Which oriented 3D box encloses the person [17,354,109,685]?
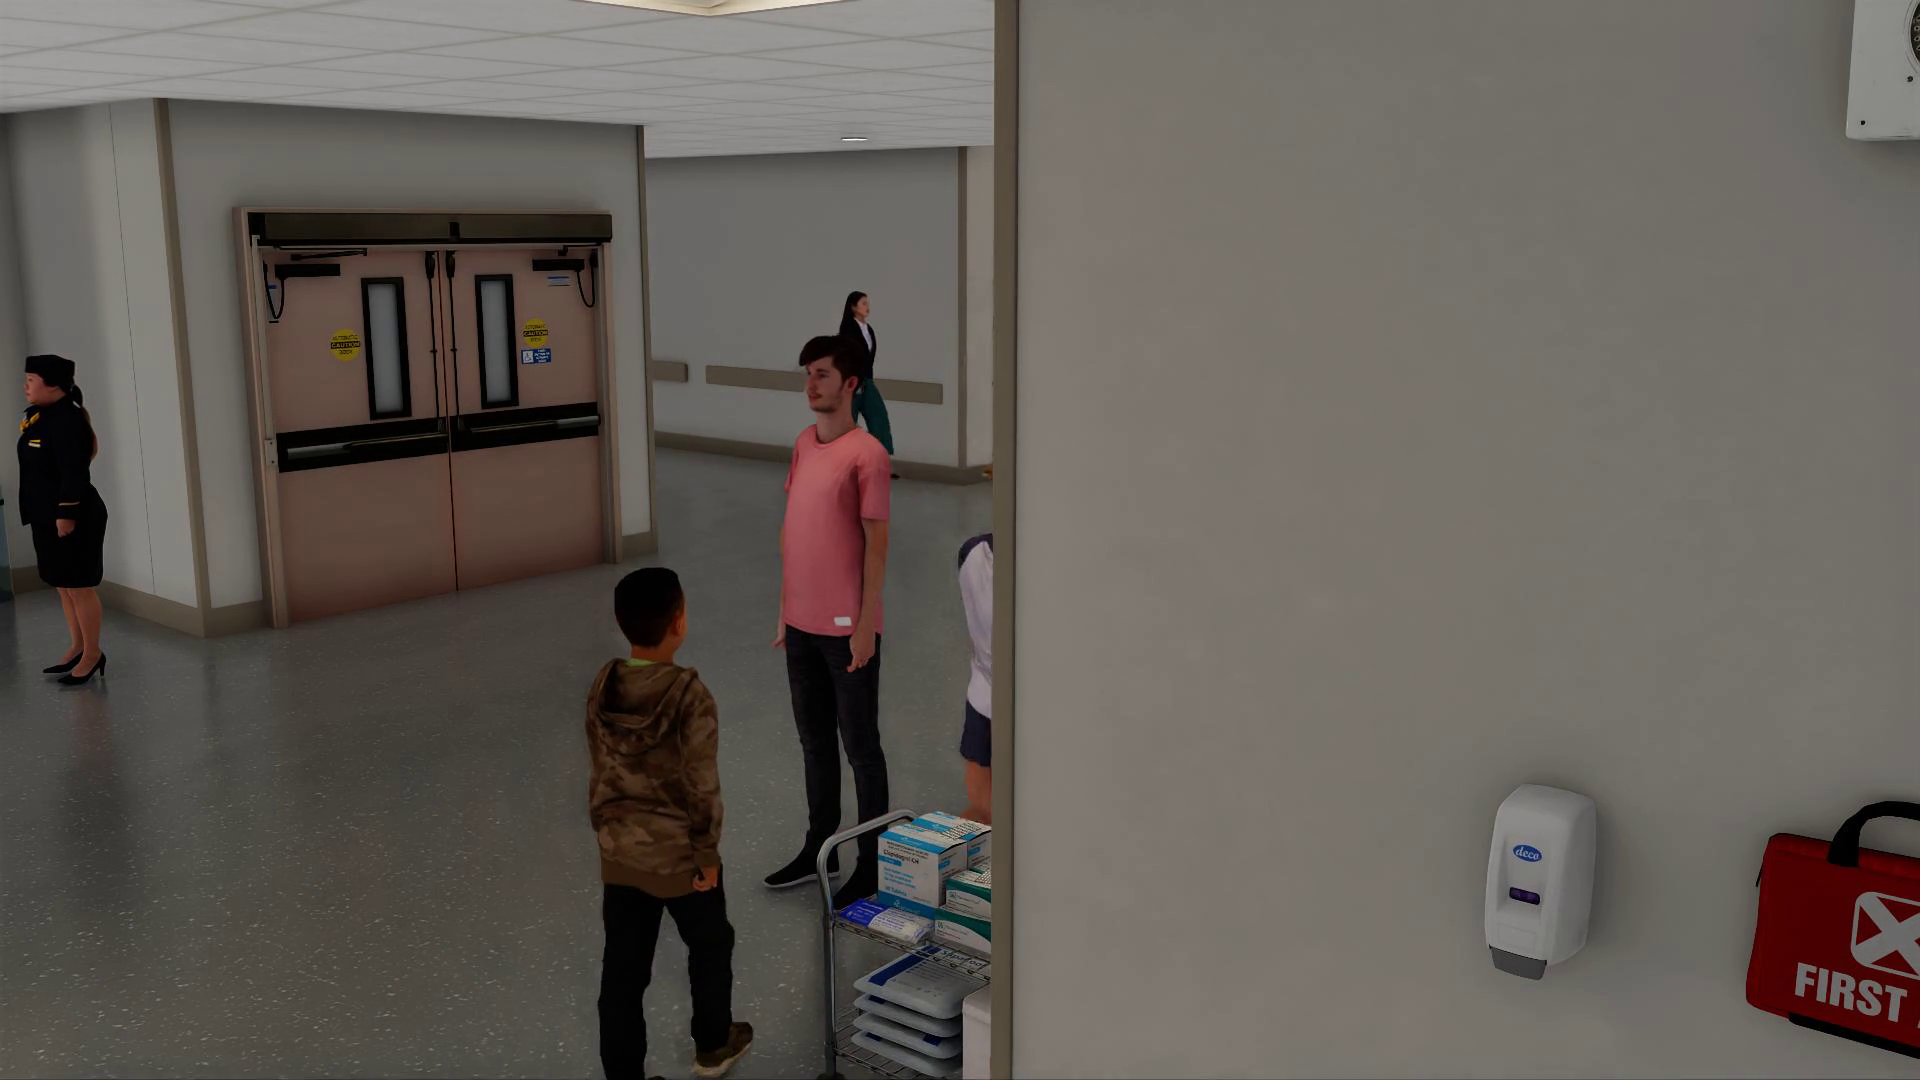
[{"bbox_3d":[-4.578,-0.111,8.518,0.668,1.671,0.728,-9,14,-41],"label":"person"}]

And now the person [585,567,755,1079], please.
[{"bbox_3d":[-0.812,0.812,4.273,0.750,1.439,0.878,3,11,18],"label":"person"}]

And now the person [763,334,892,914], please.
[{"bbox_3d":[-0.421,0.274,5.714,0.621,1.959,0.547,10,14,42],"label":"person"}]

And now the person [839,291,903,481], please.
[{"bbox_3d":[-1.008,-1.350,14.942,0.694,1.709,0.861,8,13,35],"label":"person"}]
